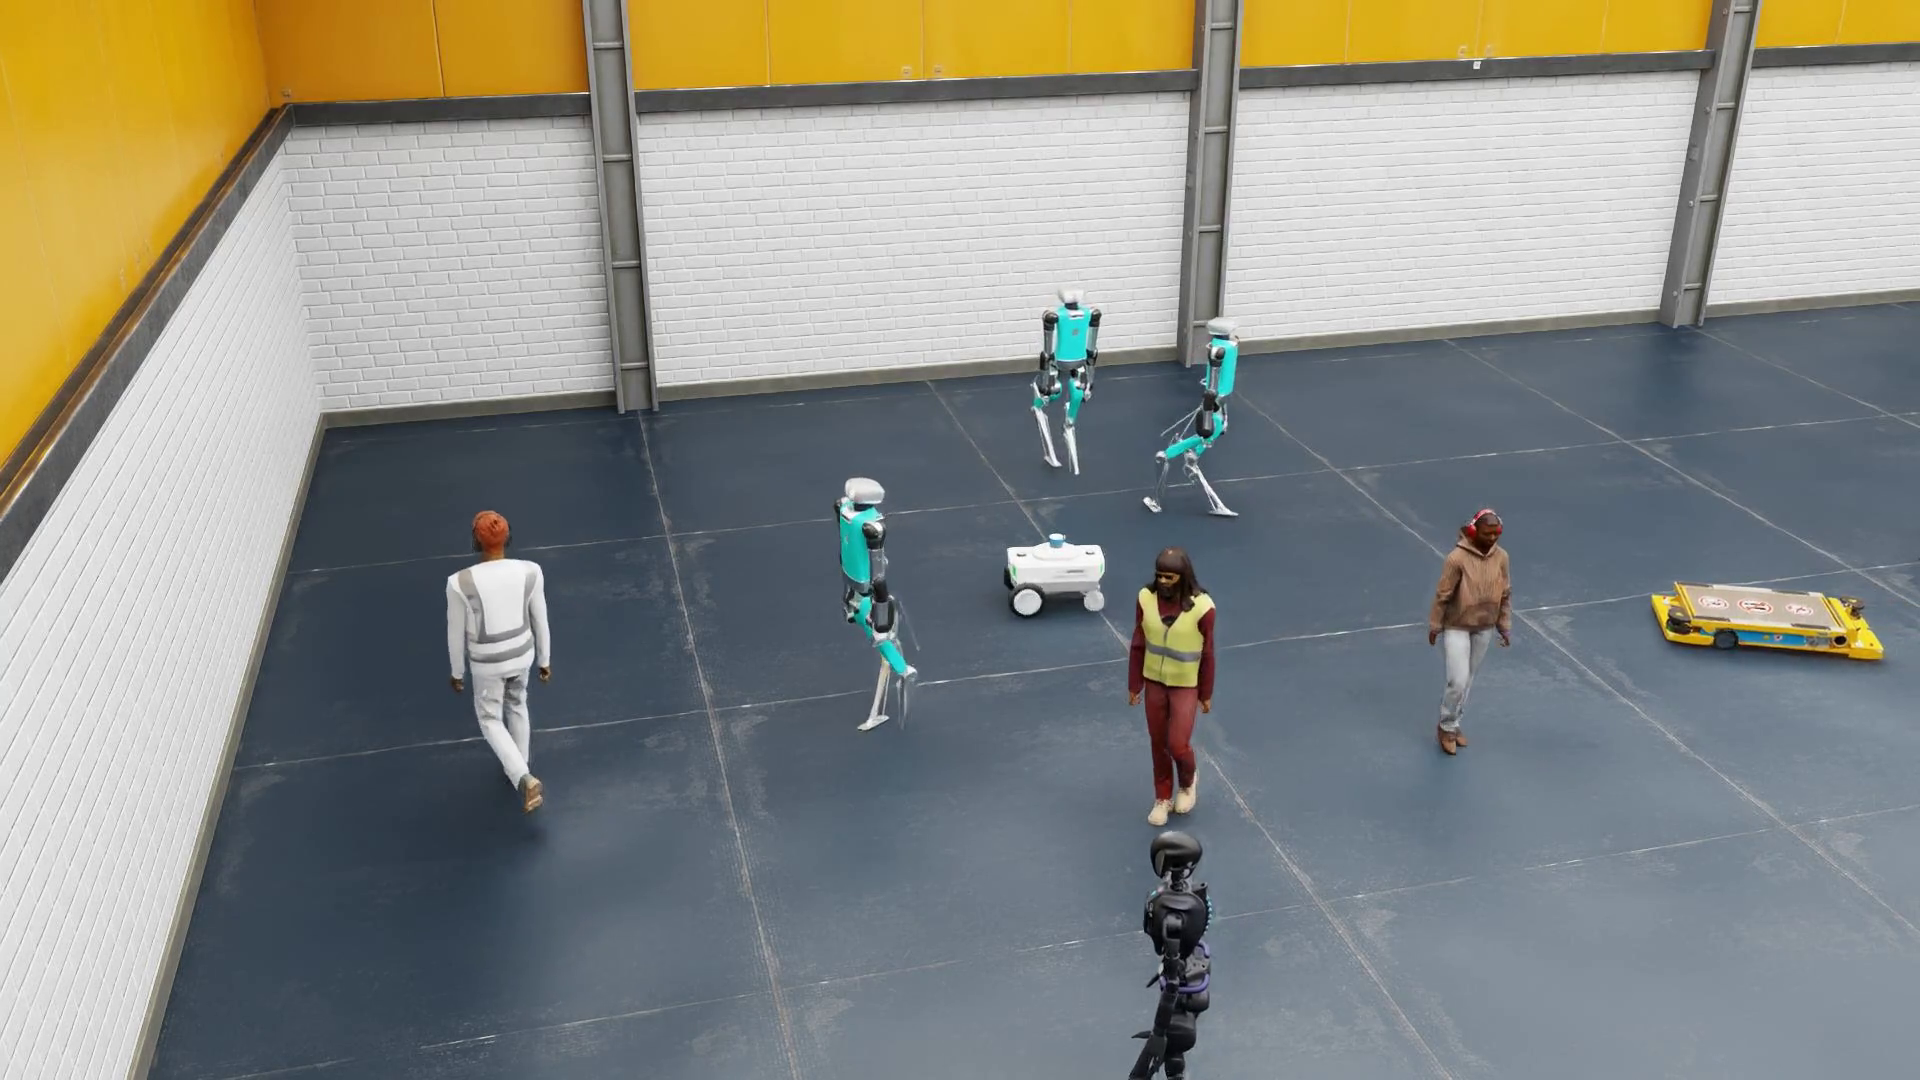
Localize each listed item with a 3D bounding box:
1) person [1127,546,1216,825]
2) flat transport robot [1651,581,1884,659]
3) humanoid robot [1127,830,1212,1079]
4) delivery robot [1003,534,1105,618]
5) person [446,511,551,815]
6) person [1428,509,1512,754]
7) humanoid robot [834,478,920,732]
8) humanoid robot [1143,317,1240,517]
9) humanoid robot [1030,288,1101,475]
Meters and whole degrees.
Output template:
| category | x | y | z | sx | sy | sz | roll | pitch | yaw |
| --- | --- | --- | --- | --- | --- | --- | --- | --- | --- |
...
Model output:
| category | x | y | z | sx | sy | sz | roll | pitch | yaw |
| --- | --- | --- | --- | --- | --- | --- | --- | --- | --- |
| person | 1.209 | 0.844 | 9.592 | 0.498 | 1.757 | 0.444 | 13 | 27 | 26 |
| flat transport robot | 5.824 | 0.580 | 12.042 | 1.431 | 0.231 | 0.659 | 5 | 24 | 10 |
| humanoid robot | 0.918 | 1.958 | 7.167 | 0.363 | 1.644 | 0.592 | 4 | 24 | 8 |
| delivery robot | 0.690 | 0.249 | 12.443 | 0.779 | 0.597 | 0.499 | -2 | 24 | -3 |
| person | -2.655 | 0.730 | 9.728 | 0.584 | 1.859 | 0.753 | -16 | 28 | -32 |
| person | 3.193 | 0.577 | 10.336 | 0.497 | 1.633 | 0.470 | -6 | 25 | -14 |
| humanoid robot | -0.460 | 0.457 | 10.618 | 0.634 | 1.874 | 0.568 | -12 | 26 | -25 |
| humanoid robot | 1.890 | -1.013 | 13.888 | 0.946 | 1.796 | 0.531 | 10 | 26 | 22 |
| humanoid robot | 0.873 | -1.400 | 14.786 | 0.539 | 1.835 | 0.752 | -8 | 25 | -18 |
